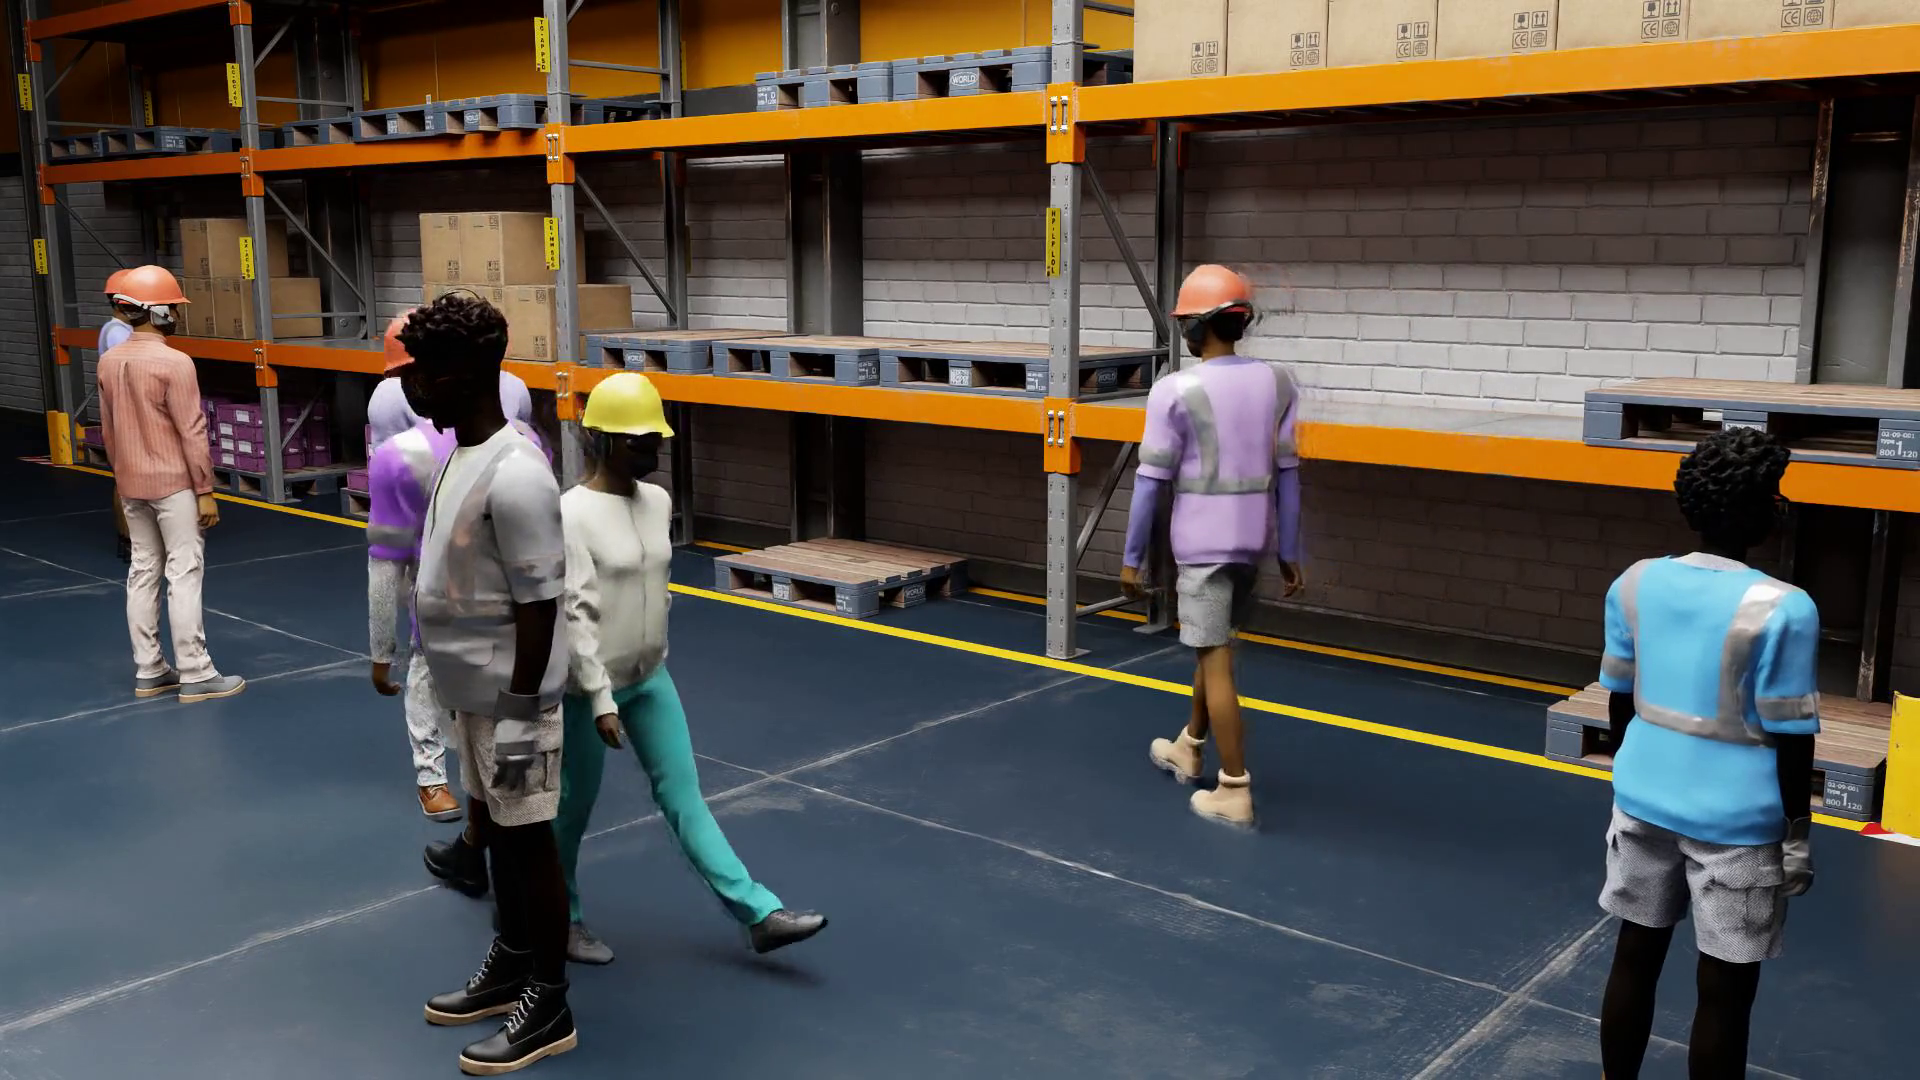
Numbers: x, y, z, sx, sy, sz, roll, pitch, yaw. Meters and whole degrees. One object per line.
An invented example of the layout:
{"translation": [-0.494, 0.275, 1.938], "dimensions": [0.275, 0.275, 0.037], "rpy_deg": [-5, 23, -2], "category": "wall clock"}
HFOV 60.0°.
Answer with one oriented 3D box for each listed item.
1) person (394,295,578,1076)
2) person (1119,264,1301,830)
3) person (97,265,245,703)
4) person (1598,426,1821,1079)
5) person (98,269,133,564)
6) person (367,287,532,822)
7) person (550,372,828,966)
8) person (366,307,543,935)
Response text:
{"translation": [-1.190, 0.365, 4.235], "dimensions": [0.375, 1.959, 0.600], "rpy_deg": [-6, 11, -29], "category": "person"}
{"translation": [0.871, 0.002, 6.159], "dimensions": [0.642, 2.006, 0.915], "rpy_deg": [-6, 11, -29], "category": "person"}
{"translation": [-3.642, -0.247, 7.620], "dimensions": [0.611, 1.995, 0.375], "rpy_deg": [5, 11, 25], "category": "person"}
{"translation": [1.631, 0.599, 3.644], "dimensions": [0.321, 1.697, 0.530], "rpy_deg": [-5, 11, -25], "category": "person"}
{"translation": [-5.486, -0.816, 11.028], "dimensions": [0.376, 1.934, 0.547], "rpy_deg": [-6, 11, -30], "category": "person"}
{"translation": [-1.828, 0.046, 6.130], "dimensions": [0.627, 1.934, 0.372], "rpy_deg": [-10, 14, -44], "category": "person"}
{"translation": [-0.849, 0.408, 4.633], "dimensions": [0.916, 1.723, 0.541], "rpy_deg": [6, 12, 31], "category": "person"}
{"translation": [-1.554, 0.254, 5.041], "dimensions": [0.894, 1.893, 0.565], "rpy_deg": [8, 13, 39], "category": "person"}
